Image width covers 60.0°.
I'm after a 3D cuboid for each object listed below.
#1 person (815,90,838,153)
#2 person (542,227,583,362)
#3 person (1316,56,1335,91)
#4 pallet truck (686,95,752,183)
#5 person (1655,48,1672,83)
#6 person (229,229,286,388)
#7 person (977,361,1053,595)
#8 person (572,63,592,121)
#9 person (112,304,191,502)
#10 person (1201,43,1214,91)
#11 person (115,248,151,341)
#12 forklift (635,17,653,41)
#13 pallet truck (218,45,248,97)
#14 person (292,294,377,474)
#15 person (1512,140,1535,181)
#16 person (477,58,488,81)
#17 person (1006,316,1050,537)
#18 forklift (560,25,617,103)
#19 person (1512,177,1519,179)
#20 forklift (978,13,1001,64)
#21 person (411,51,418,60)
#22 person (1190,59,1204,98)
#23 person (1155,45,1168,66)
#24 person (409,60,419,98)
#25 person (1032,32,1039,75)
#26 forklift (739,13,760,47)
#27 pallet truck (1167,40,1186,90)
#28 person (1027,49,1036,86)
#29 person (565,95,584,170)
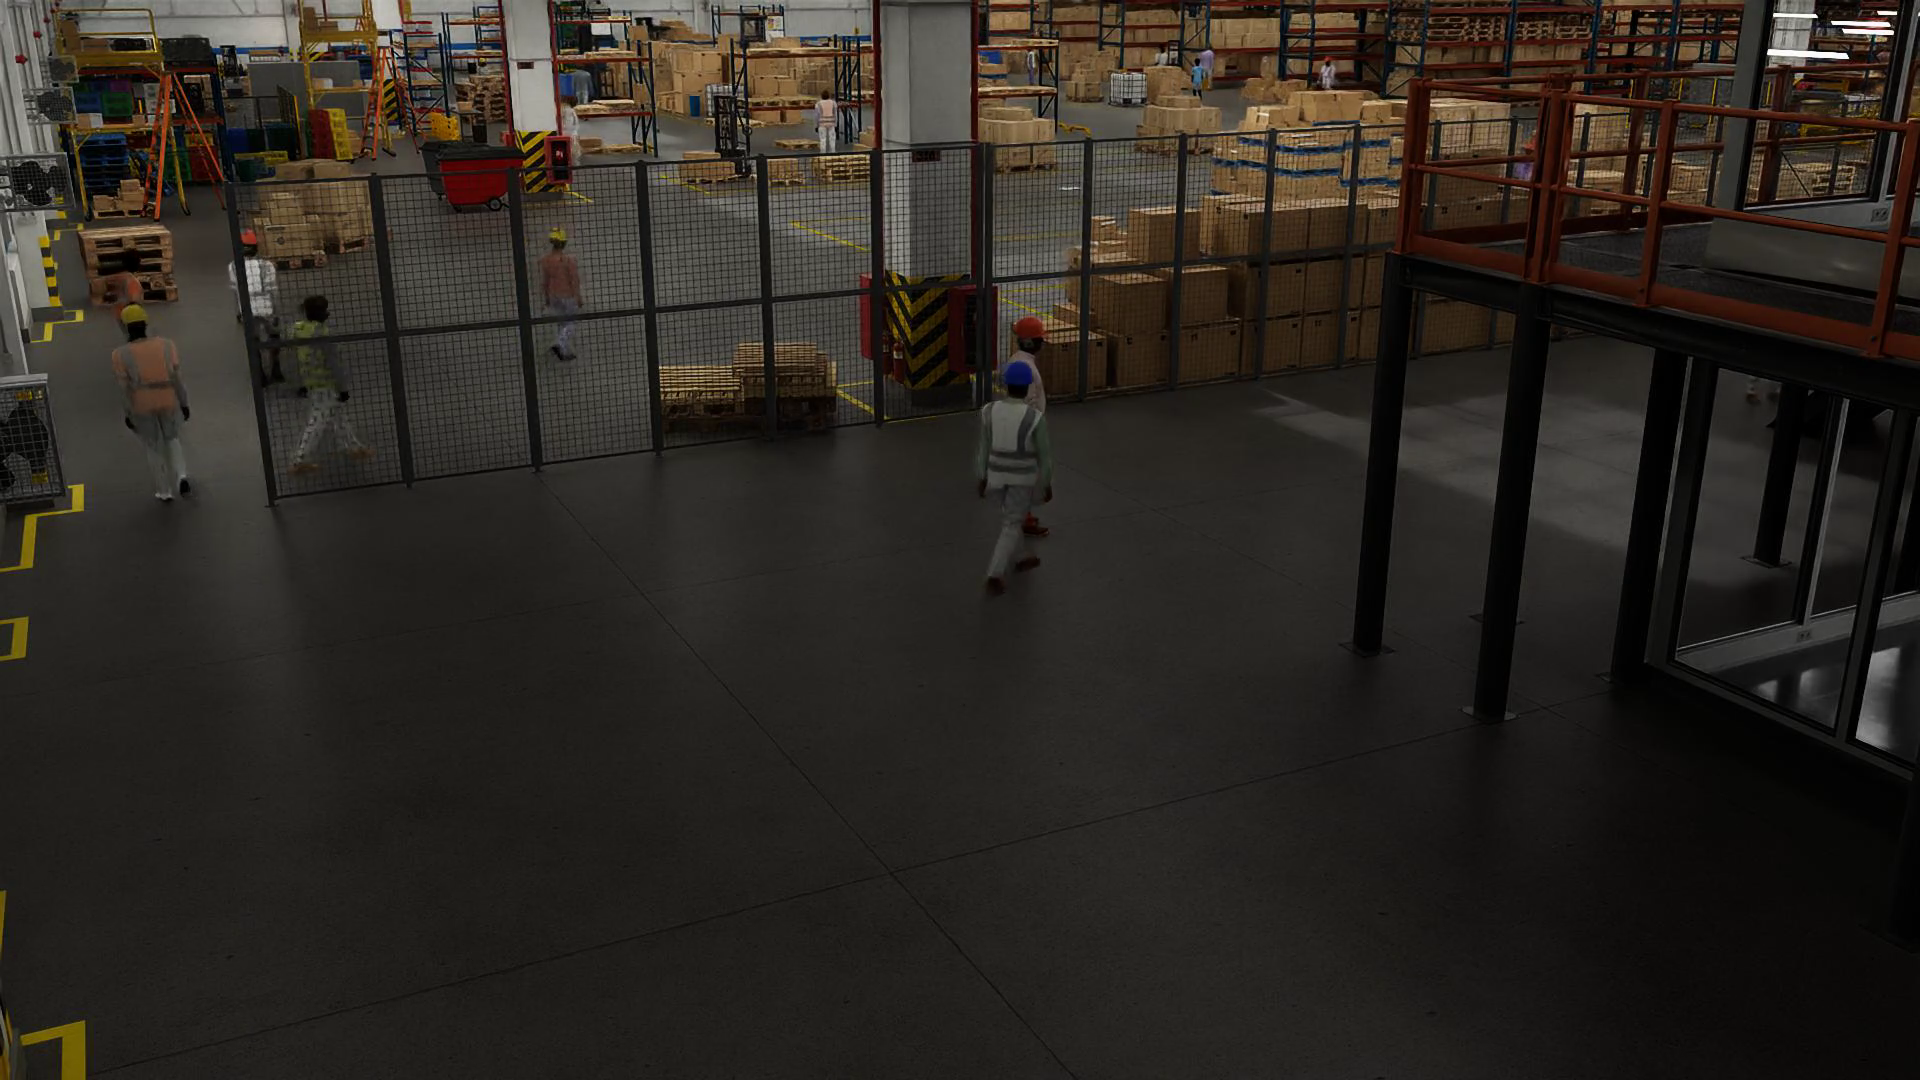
[{"bbox_3d":[-3.534,-10.940,43.953,0.625,1.844,0.429,-7,20,-19],"label":"person"},{"bbox_3d":[-5.156,-3.145,21.480,0.538,1.753,0.559,8,20,21],"label":"person"},{"bbox_3d":[13.098,-16.361,59.601,1.004,1.879,0.567,-16,24,-38],"label":"person"},{"bbox_3d":[-5.836,-9.608,39.856,0.823,1.965,1.885,10,22,27],"label":"pallet truck"},{"bbox_3d":[31.364,-21.137,73.888,0.500,1.592,0.853,-12,22,-31],"label":"person"},{"bbox_3d":[-8.574,-2.822,20.305,0.552,1.923,0.470,-4,19,-11],"label":"person"},{"bbox_3d":[0.429,-0.515,13.662,0.644,1.905,0.980,12,23,32],"label":"person"},{"bbox_3d":[-12.643,-15.013,55.716,0.653,1.886,1.035,-4,19,-12],"label":"person"},{"bbox_3d":[-7.735,-1.310,15.940,0.603,1.901,0.475,-17,25,-40],"label":"person"},{"bbox_3d":[10.230,-19.530,68.733,0.427,1.946,0.635,-17,26,-41],"label":"person"},{"bbox_3d":[-10.152,-2.724,20.381,0.427,1.679,0.544,-15,24,-36],"label":"person"},{"bbox_3d":[-13.811,-21.492,72.973,1.873,2.768,1.129,7,20,21],"label":"forklift"},{"bbox_3d":[-28.879,-18.665,66.111,0.823,1.965,1.885,-3,19,-9],"label":"pallet truck"},{"bbox_3d":[-6.496,-1.603,16.955,0.637,1.798,0.972,16,25,39],"label":"person"},{"bbox_3d":[10.126,-6.235,30.108,0.711,1.982,1.065,3,19,10],"label":"person"},{"bbox_3d":[-17.541,-16.865,61.276,0.320,1.742,0.492,15,24,36],"label":"person"},{"bbox_3d":[0.598,-1.024,14.975,0.377,1.995,0.608,-4,19,-10],"label":"person"},{"bbox_3d":[-14.059,-17.891,62.532,1.873,2.768,1.129,-9,21,-25],"label":"forklift"},{"bbox_3d":[8.489,-4.678,25.755,0.519,1.874,0.331,-5,20,-14],"label":"person"},{"bbox_3d":[0.969,-23.826,79.738,1.873,2.768,1.129,12,22,31],"label":"forklift"},{"bbox_3d":[-24.114,-21.111,73.329,0.640,1.910,0.566,-4,19,-11],"label":"person"},{"bbox_3d":[8.791,-16.998,61.738,0.540,1.690,0.317,-10,21,-26],"label":"person"},{"bbox_3d":[8.234,-19.160,67.646,0.609,1.917,0.984,-9,21,-23],"label":"person"},{"bbox_3d":[-20.239,-16.891,61.508,0.511,1.641,0.307,-6,20,-17],"label":"person"},{"bbox_3d":[3.613,-23.107,79.031,0.656,1.959,0.631,-7,20,-19],"label":"person"},{"bbox_3d":[-9.909,-23.472,78.711,1.129,2.768,1.873,-9,21,-25],"label":"forklift"},{"bbox_3d":[9.045,-19.971,69.895,0.823,1.965,1.885,-3,19,-8],"label":"pallet truck"},{"bbox_3d":[2.912,-19.407,68.375,0.392,1.922,0.592,2,19,7],"label":"person"},{"bbox_3d":[-9.839,-10.301,42.060,0.536,1.865,0.583,0,19,-1],"label":"person"}]
